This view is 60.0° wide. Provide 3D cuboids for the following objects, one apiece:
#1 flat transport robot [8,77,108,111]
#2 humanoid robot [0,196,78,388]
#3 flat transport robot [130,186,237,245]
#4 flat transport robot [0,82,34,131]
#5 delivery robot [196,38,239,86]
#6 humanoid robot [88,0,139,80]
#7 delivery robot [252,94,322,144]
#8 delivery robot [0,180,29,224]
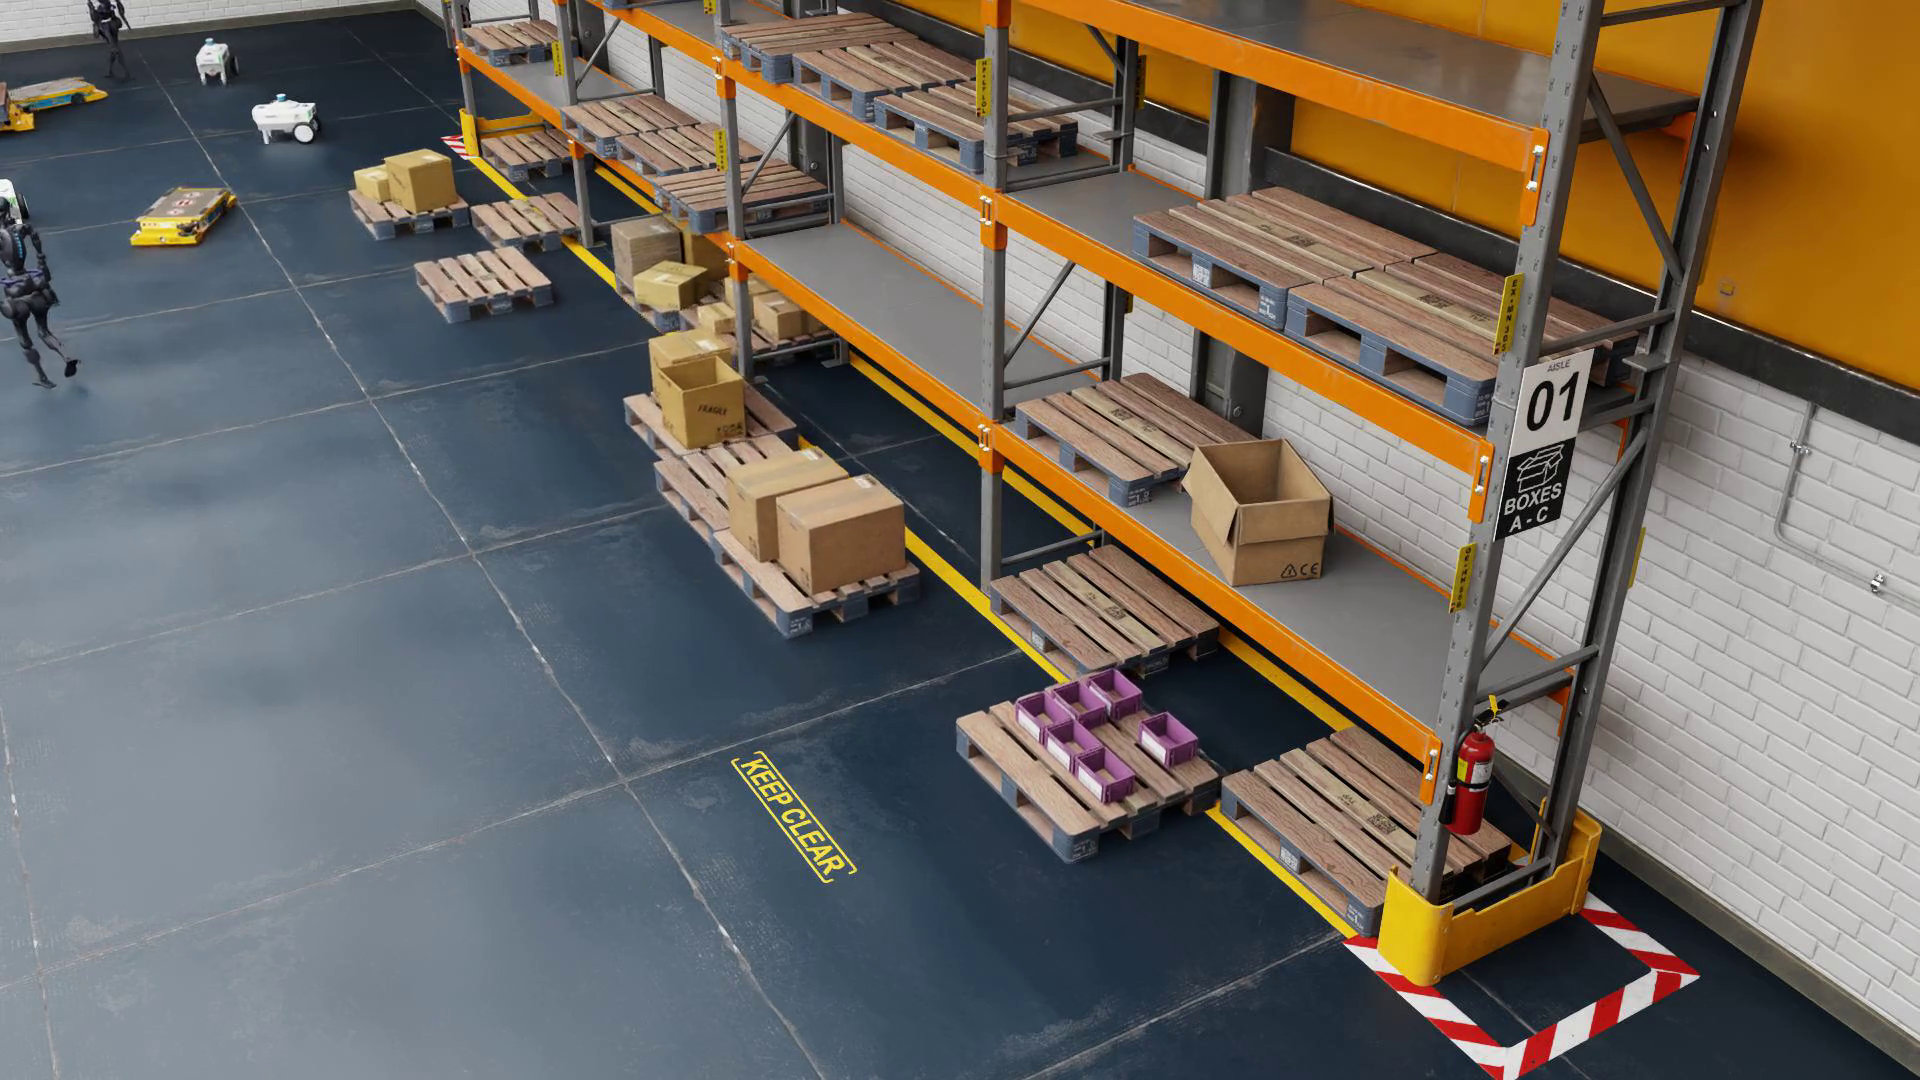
[{"bbox_3d":[-12.096,-5.822,21.910,0.659,0.231,1.431,21,36,32],"label":"flat transport robot"},{"bbox_3d":[-7.768,-2.040,13.811,0.405,1.646,0.611,14,32,23],"label":"humanoid robot"},{"bbox_3d":[-8.278,-3.470,17.758,0.659,0.231,1.431,-2,30,-4],"label":"flat transport robot"},{"bbox_3d":[-12.436,-5.236,20.875,1.431,0.231,0.659,-13,32,-22],"label":"flat transport robot"},{"bbox_3d":[-10.355,-6.649,23.092,0.499,0.606,0.807,-7,30,-12],"label":"delivery robot"},{"bbox_3d":[-11.712,-7.159,22.869,0.615,1.638,0.585,11,31,18],"label":"humanoid robot"},{"bbox_3d":[-8.282,-5.187,20.496,0.764,0.592,0.521,-5,30,-8],"label":"delivery robot"},{"bbox_3d":[-10.195,-3.579,17.638,0.499,0.572,0.747,-16,33,-26],"label":"delivery robot"}]
